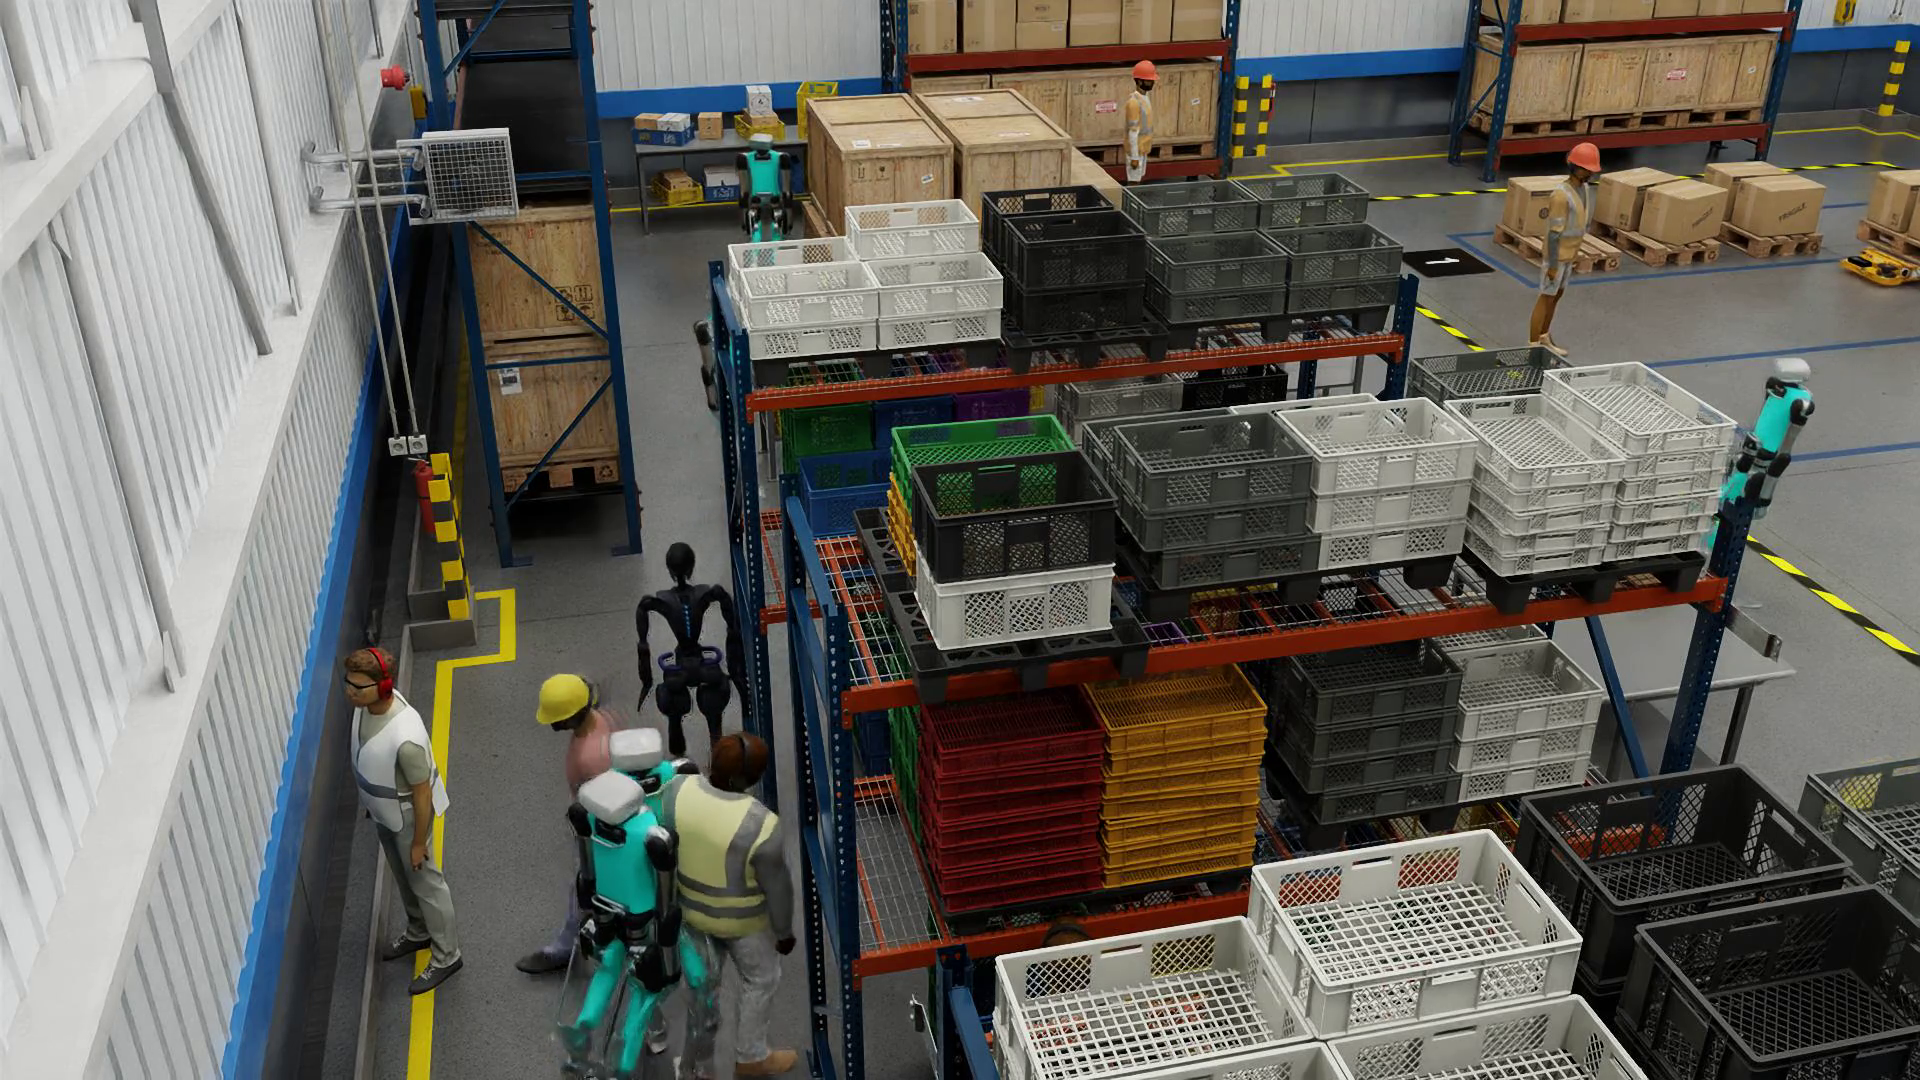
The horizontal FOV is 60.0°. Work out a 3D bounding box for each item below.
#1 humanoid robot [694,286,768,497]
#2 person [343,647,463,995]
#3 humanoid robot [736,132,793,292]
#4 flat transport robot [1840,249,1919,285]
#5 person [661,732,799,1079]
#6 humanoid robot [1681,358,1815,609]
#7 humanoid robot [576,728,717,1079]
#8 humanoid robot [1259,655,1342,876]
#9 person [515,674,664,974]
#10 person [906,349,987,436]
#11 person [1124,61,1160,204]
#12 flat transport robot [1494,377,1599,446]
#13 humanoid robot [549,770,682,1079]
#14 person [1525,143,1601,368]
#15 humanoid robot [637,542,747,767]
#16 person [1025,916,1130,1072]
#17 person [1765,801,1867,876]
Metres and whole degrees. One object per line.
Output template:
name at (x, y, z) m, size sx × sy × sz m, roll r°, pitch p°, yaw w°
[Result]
humanoid robot at (-1.805, -1.199, 12.764) m, size 0.601 × 1.751 × 0.935 m, roll -12°, pitch 30°, yaw -22°
person at (-2.639, 1.301, 7.882) m, size 0.391 × 1.849 × 0.563 m, roll -22°, pitch 35°, yaw -36°
humanoid robot at (-1.912, -2.985, 16.169) m, size 0.540 × 1.774 × 0.967 m, roll 0°, pitch 28°, yaw 0°
flat transport robot at (10.175, -2.943, 17.601) m, size 1.431 × 0.197 × 0.652 m, roll -6°, pitch 28°, yaw -12°
person at (-1.036, 1.638, 7.302) m, size 0.660 × 1.804 × 0.524 m, roll 13°, pitch 30°, yaw 23°
humanoid robot at (5.139, -0.369, 11.176) m, size 0.821 × 1.770 × 0.556 m, roll 2°, pitch 28°, yaw 3°
humanoid robot at (-1.283, 1.721, 7.223) m, size 0.530 × 1.774 × 0.843 m, roll -11°, pitch 30°, yaw -20°
humanoid robot at (1.771, 1.155, 8.390) m, size 0.746 × 1.639 × 0.591 m, roll -1°, pitch 28°, yaw -2°
person at (-1.741, 1.355, 7.917) m, size 0.879 × 1.701 × 0.523 m, roll -4°, pitch 28°, yaw -7°
person at (-0.084, -0.680, 11.637) m, size 0.654 × 1.844 × 1.017 m, roll 6°, pitch 28°, yaw 11°
person at (2.008, -4.353, 18.515) m, size 0.354 × 1.936 × 0.550 m, roll 8°, pitch 29°, yaw 15°
flat transport robot at (4.780, -1.036, 14.013) m, size 0.659 × 0.231 × 1.431 m, roll -6°, pitch 28°, yaw -12°
humanoid robot at (-1.490, 1.862, 6.987) m, size 0.536 × 1.850 × 0.646 m, roll 16°, pitch 32°, yaw 27°
person at (5.470, -2.581, 15.049) m, size 0.390 × 2.037 × 0.604 m, roll 20°, pitch 34°, yaw 34°
humanoid robot at (-1.472, 0.775, 9.117) m, size 0.607 × 1.631 × 0.786 m, roll -9°, pitch 29°, yaw -16°
person at (0.387, 2.178, 6.223) m, size 0.511 × 1.842 × 0.328 m, roll -4°, pitch 28°, yaw -7°
person at (3.566, 1.819, 7.064) m, size 0.922 × 1.688 × 0.490 m, roll -24°, pitch 36°, yaw -38°
